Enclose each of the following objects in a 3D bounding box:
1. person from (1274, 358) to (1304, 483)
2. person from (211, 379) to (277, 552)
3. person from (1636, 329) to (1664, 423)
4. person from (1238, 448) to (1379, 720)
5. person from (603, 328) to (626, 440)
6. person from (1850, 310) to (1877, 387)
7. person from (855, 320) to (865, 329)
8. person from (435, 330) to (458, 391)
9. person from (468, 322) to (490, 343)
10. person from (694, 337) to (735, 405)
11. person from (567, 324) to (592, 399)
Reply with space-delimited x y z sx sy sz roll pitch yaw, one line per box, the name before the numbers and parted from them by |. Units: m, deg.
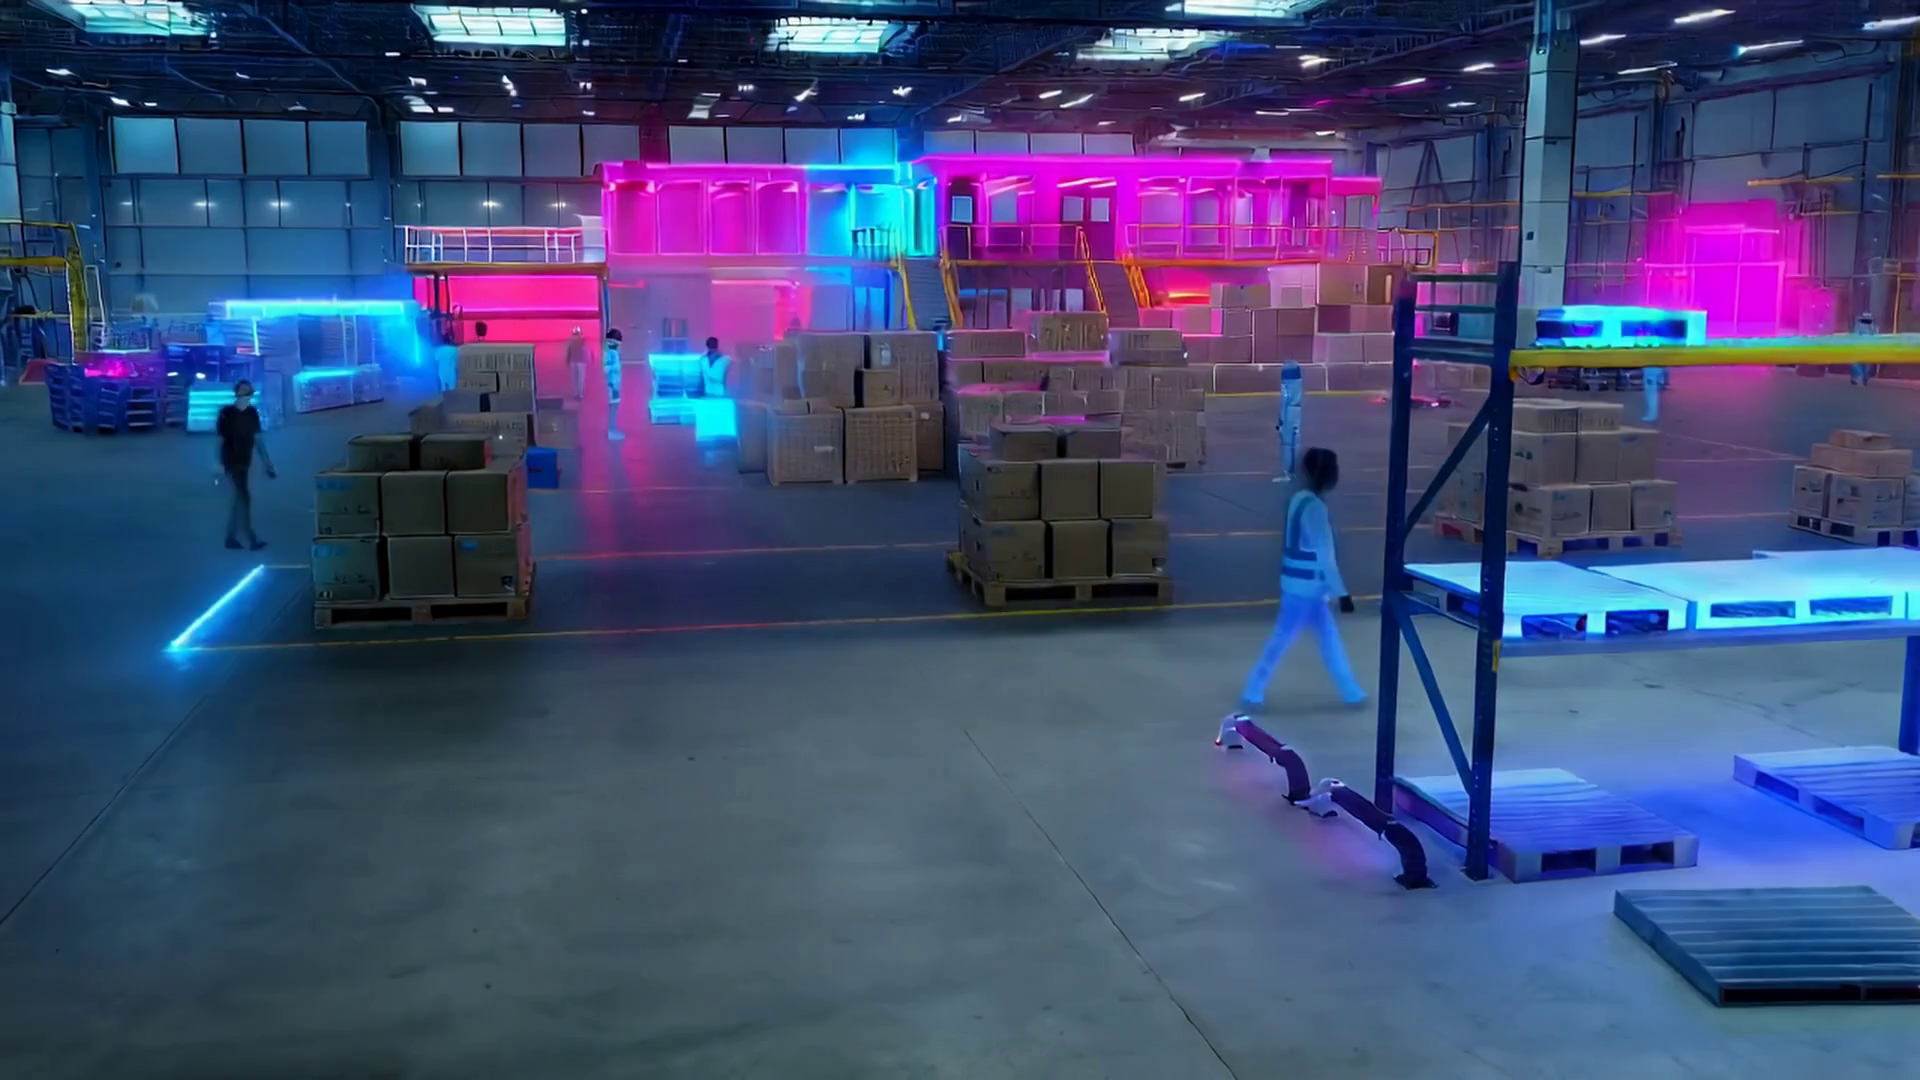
person | 4.592 -1.668 23.244 0.296 1.745 0.485 9 13 43
person | -7.522 -0.777 17.555 0.847 1.825 0.514 4 10 21
person | 13.330 -3.159 32.094 0.430 1.827 0.699 2 9 11
person | 2.331 0.310 10.946 1.031 1.826 0.570 1 9 7
person | -6.046 -2.721 29.064 0.350 1.942 0.543 -1 9 -8
person | 22.615 -4.781 41.610 0.608 1.943 0.402 0 9 1
person | -2.200 -3.951 36.853 0.506 1.847 0.343 1 9 6
person | -9.369 -2.929 30.616 0.530 1.856 0.406 1 9 9
person | -9.590 -3.417 33.395 0.633 1.908 1.021 5 10 27
person | -3.977 -2.286 26.596 0.628 1.879 0.918 5 11 29
person | -8.720 -4.099 38.145 0.547 1.713 0.925 -2 9 -9
